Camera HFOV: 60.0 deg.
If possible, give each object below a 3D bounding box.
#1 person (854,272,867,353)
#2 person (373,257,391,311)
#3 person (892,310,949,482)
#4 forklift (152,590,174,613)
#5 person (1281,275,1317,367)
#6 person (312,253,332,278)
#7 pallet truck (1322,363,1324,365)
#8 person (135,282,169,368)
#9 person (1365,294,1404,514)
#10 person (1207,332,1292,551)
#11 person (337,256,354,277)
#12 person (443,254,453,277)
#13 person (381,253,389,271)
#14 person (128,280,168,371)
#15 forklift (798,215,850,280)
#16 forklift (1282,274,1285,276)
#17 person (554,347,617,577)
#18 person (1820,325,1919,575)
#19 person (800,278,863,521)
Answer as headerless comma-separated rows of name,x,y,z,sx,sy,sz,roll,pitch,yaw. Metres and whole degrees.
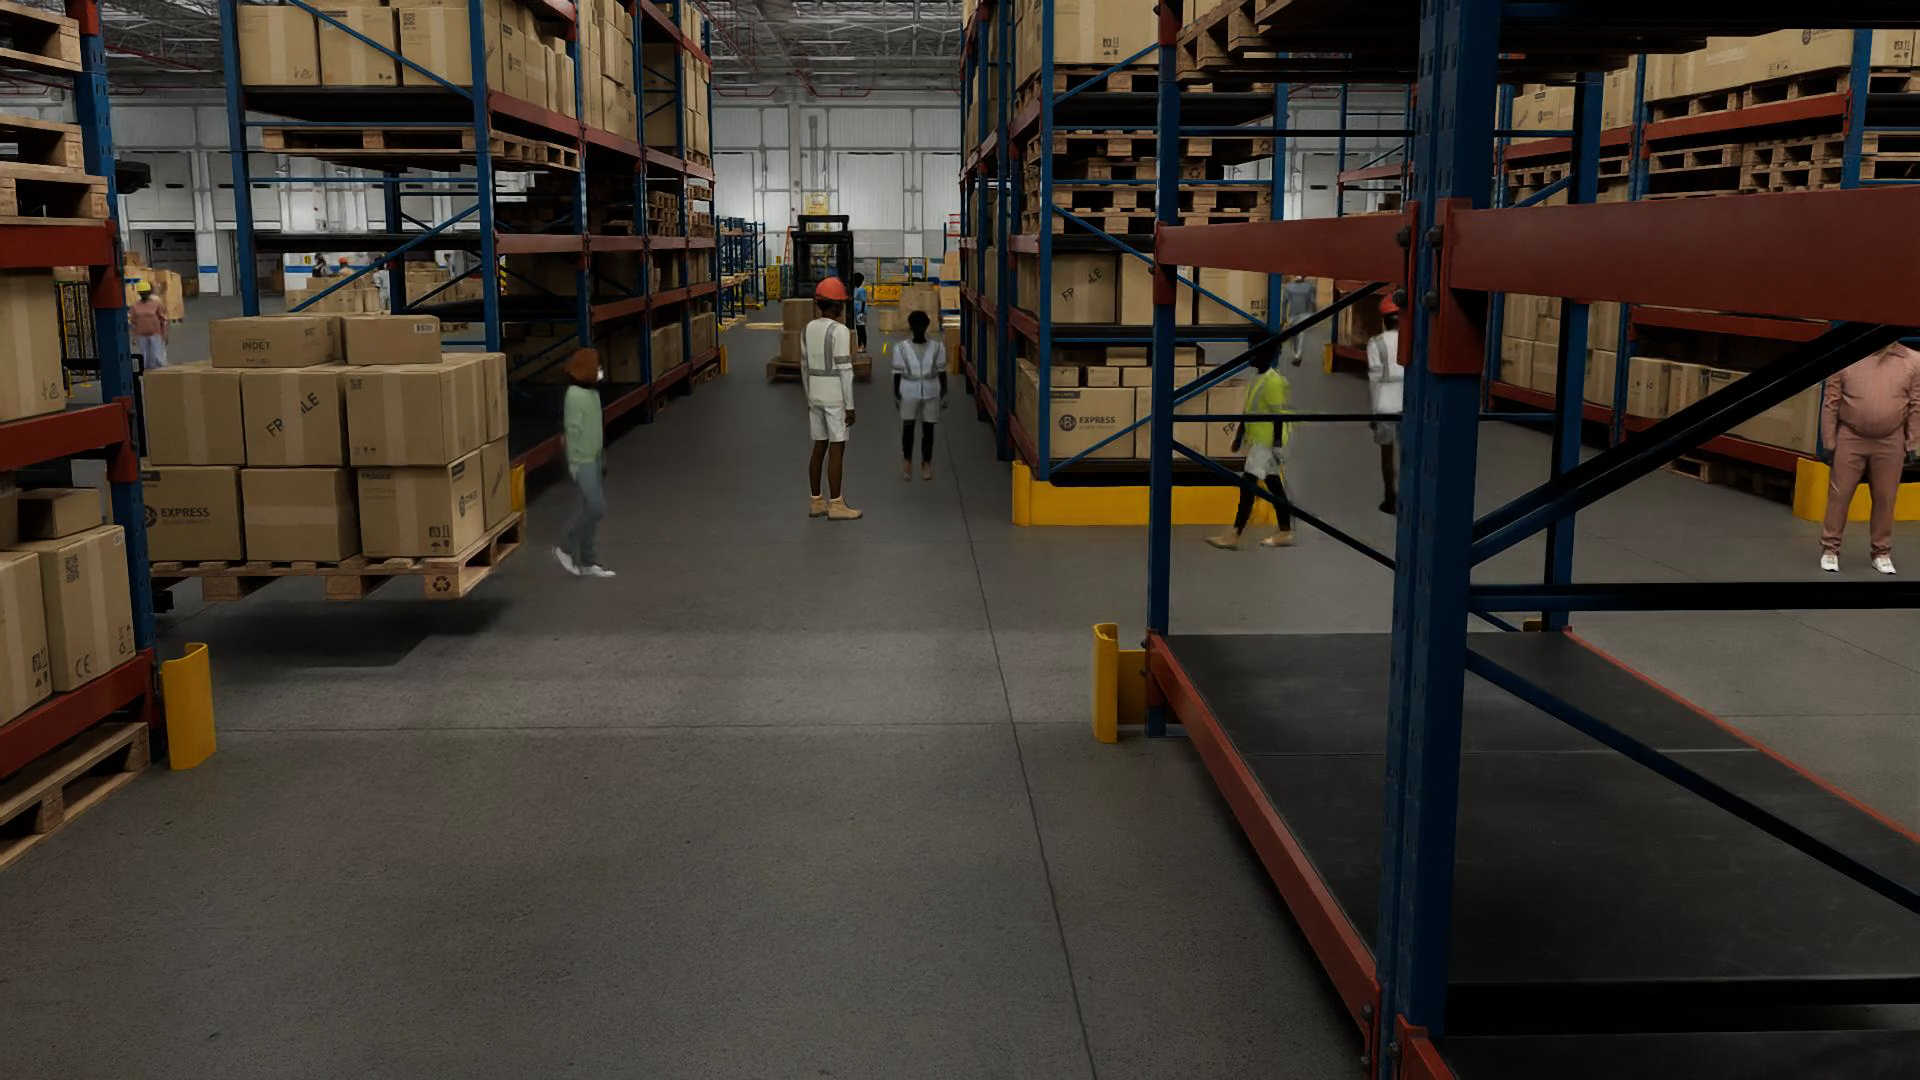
person,-2.136,-4.804,35.181,0.318,1.696,0.537,-4,11,-23
person,-14.301,-6.027,41.247,0.373,1.963,0.607,4,11,23
person,-0.379,-1.394,16.241,0.550,1.680,0.540,-1,10,-7
forklift,-5.858,-0.811,9.639,1.873,2.768,1.129,-1,10,-3
person,6.420,-4.238,31.517,0.646,1.894,1.025,5,11,25
person,-20.311,-8.151,52.869,0.683,2.000,1.043,8,13,38
pallet truck,7.712,-4.157,30.737,1.885,1.965,0.823,3,11,16
person,-14.860,-3.905,30.382,0.791,1.604,0.531,0,10,2
person,3.752,-1.154,14.281,0.553,1.907,0.628,-1,10,-5
person,2.203,-0.739,12.644,0.806,1.663,0.539,-1,10,-3
person,-17.436,-7.069,47.152,0.400,1.926,0.567,5,11,24
person,-21.220,-10.881,68.650,0.866,1.833,0.550,-1,10,-4
person,-21.546,-9.784,62.325,0.407,1.918,0.584,1,10,4
person,-12.687,-3.181,25.994,0.553,1.749,0.435,-1,10,-8
forklift,-2.480,-4.566,30.559,1.129,2.768,1.873,0,10,-2
forklift,12.247,-10.290,62.443,1.129,2.768,1.873,0,10,-3
person,-2.573,-0.524,11.530,0.352,1.619,0.526,1,10,7
person,6.426,-0.695,11.749,0.637,1.897,0.397,3,11,19
person,-1.076,-1.184,14.048,0.380,2.041,0.616,-9,13,-40
